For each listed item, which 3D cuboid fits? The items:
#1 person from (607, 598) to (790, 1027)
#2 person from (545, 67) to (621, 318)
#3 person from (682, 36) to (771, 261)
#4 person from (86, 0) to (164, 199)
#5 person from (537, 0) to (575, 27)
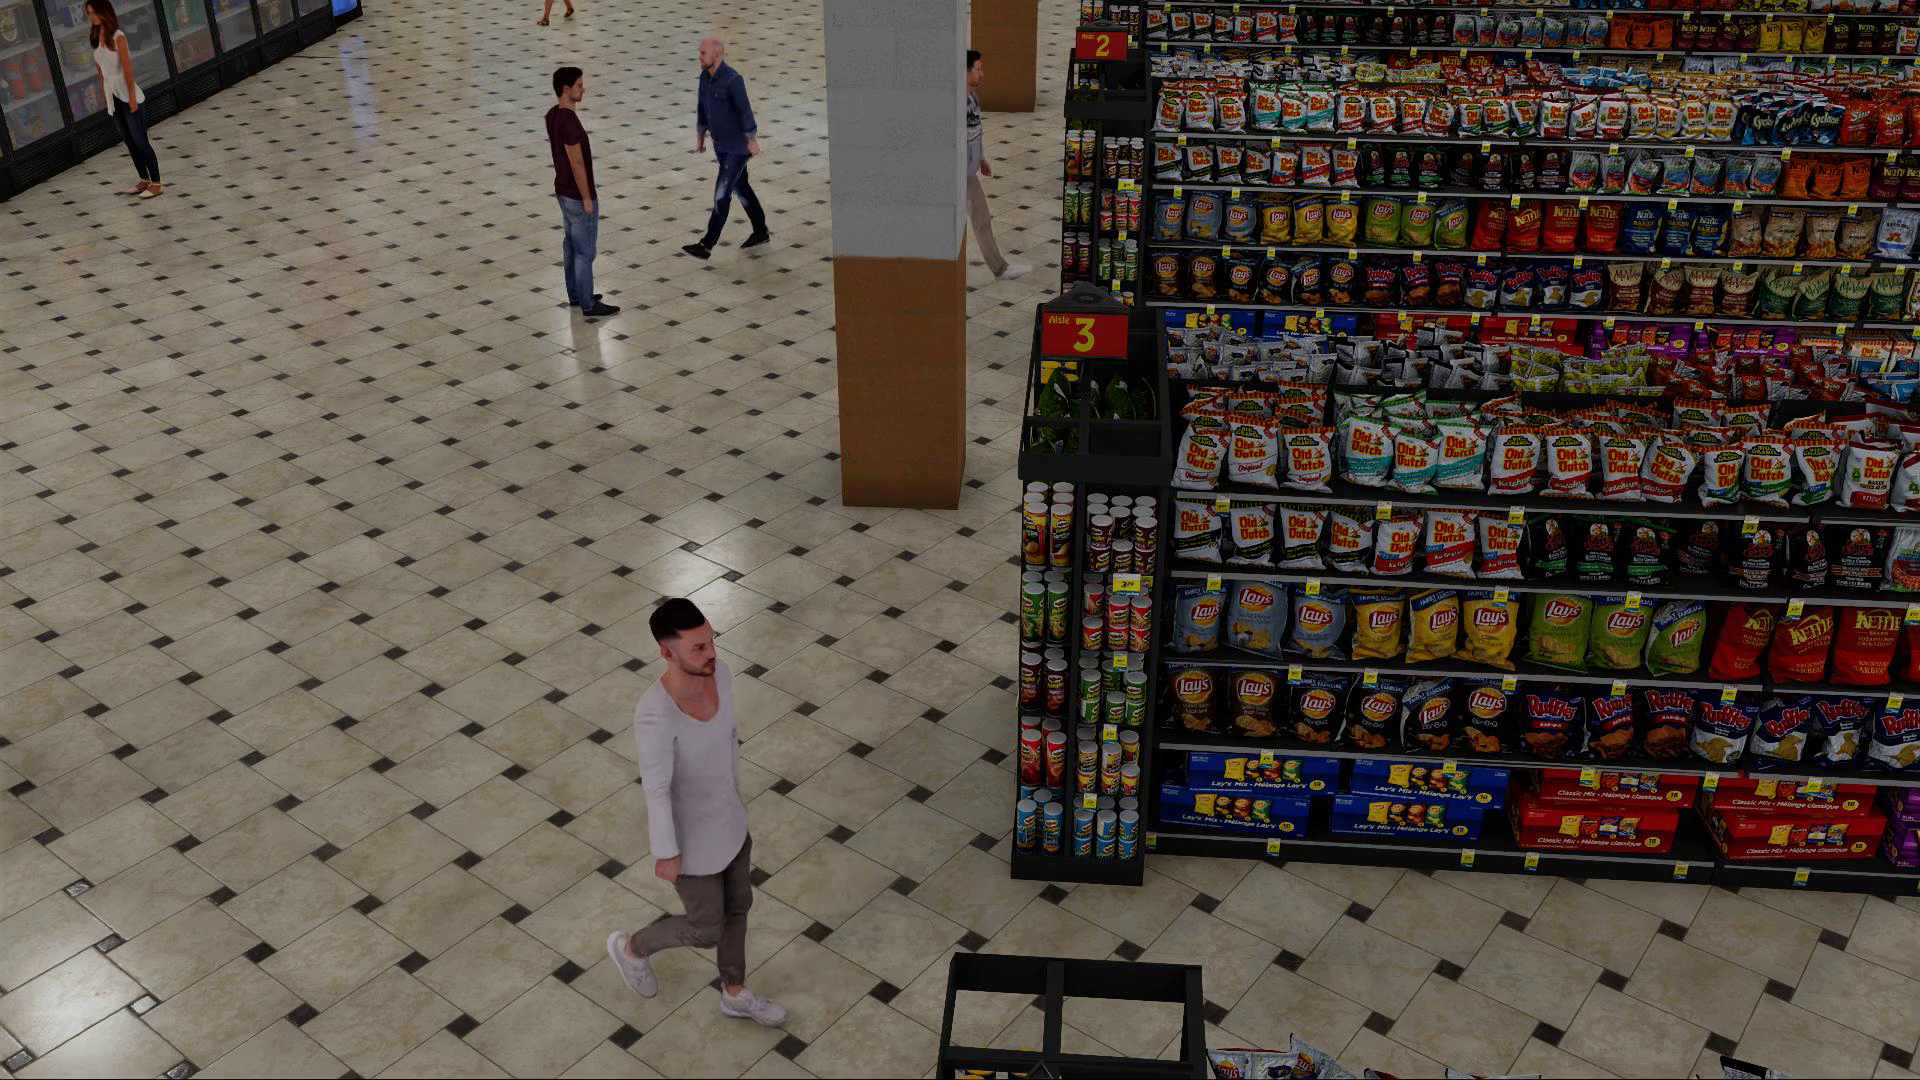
[{"bbox_3d":[-0.984,0.982,5.902,1.027,1.824,0.854,11,31,20],"label":"person"},{"bbox_3d":[-2.881,-2.603,12.446,0.761,1.847,0.742,-16,32,-26],"label":"person"},{"bbox_3d":[-1.804,-3.190,13.592,1.255,1.778,1.187,-23,36,-35],"label":"person"},{"bbox_3d":[-7.580,-4.022,15.112,0.595,1.782,0.721,15,32,25],"label":"person"},{"bbox_3d":[-5.363,-7.618,21.939,1.095,1.551,0.920,14,32,24],"label":"person"}]
